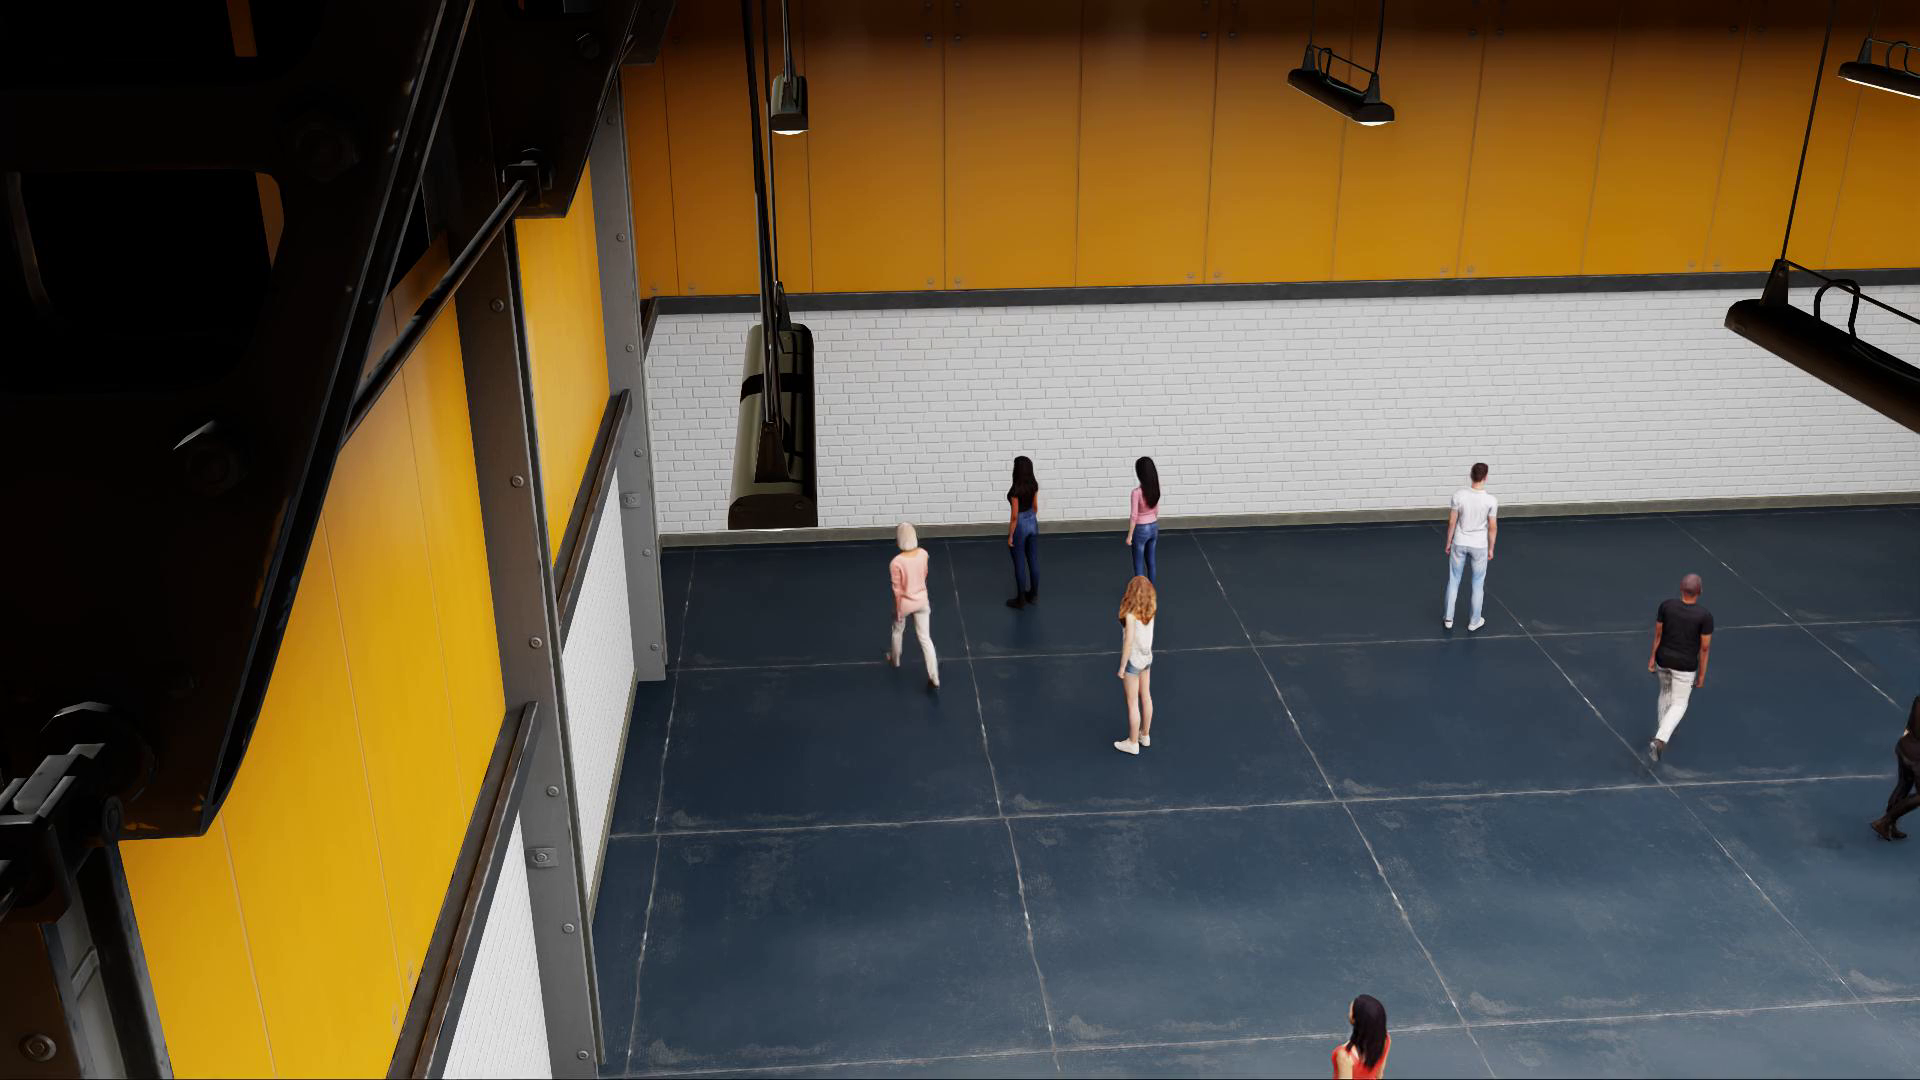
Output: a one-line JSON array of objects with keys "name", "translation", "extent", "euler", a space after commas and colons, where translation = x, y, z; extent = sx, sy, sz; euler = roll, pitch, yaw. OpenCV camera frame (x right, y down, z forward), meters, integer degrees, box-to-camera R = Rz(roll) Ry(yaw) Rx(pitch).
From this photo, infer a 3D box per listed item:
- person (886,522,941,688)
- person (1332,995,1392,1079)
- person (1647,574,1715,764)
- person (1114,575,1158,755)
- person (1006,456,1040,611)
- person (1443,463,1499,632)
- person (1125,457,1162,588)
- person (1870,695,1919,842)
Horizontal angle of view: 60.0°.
[{"name": "person", "translation": [-0.431, 0.668, 16.422], "extent": [0.942, 1.682, 1.238], "euler": [-13, 27, -27]}, {"name": "person", "translation": [2.377, 3.447, 10.018], "extent": [0.671, 1.719, 0.693], "euler": [-17, 29, -34]}, {"name": "person", "translation": [6.501, 1.173, 15.142], "extent": [1.107, 1.782, 1.151], "euler": [20, 30, 37]}, {"name": "person", "translation": [1.640, 1.137, 15.253], "extent": [0.700, 1.759, 0.650], "euler": [21, 31, 39]}, {"name": "person", "translation": [0.697, -0.090, 18.086], "extent": [0.662, 1.738, 0.701], "euler": [-20, 30, -38]}, {"name": "person", "translation": [5.394, 0.064, 17.587], "extent": [0.732, 1.856, 0.724], "euler": [10, 26, 23]}, {"name": "person", "translation": [2.003, -0.090, 18.083], "extent": [0.656, 1.741, 0.678], "euler": [-18, 29, -35]}, {"name": "person", "translation": [7.903, 1.818, 13.860], "extent": [0.651, 1.627, 0.624], "euler": [0, 24, 0]}]
